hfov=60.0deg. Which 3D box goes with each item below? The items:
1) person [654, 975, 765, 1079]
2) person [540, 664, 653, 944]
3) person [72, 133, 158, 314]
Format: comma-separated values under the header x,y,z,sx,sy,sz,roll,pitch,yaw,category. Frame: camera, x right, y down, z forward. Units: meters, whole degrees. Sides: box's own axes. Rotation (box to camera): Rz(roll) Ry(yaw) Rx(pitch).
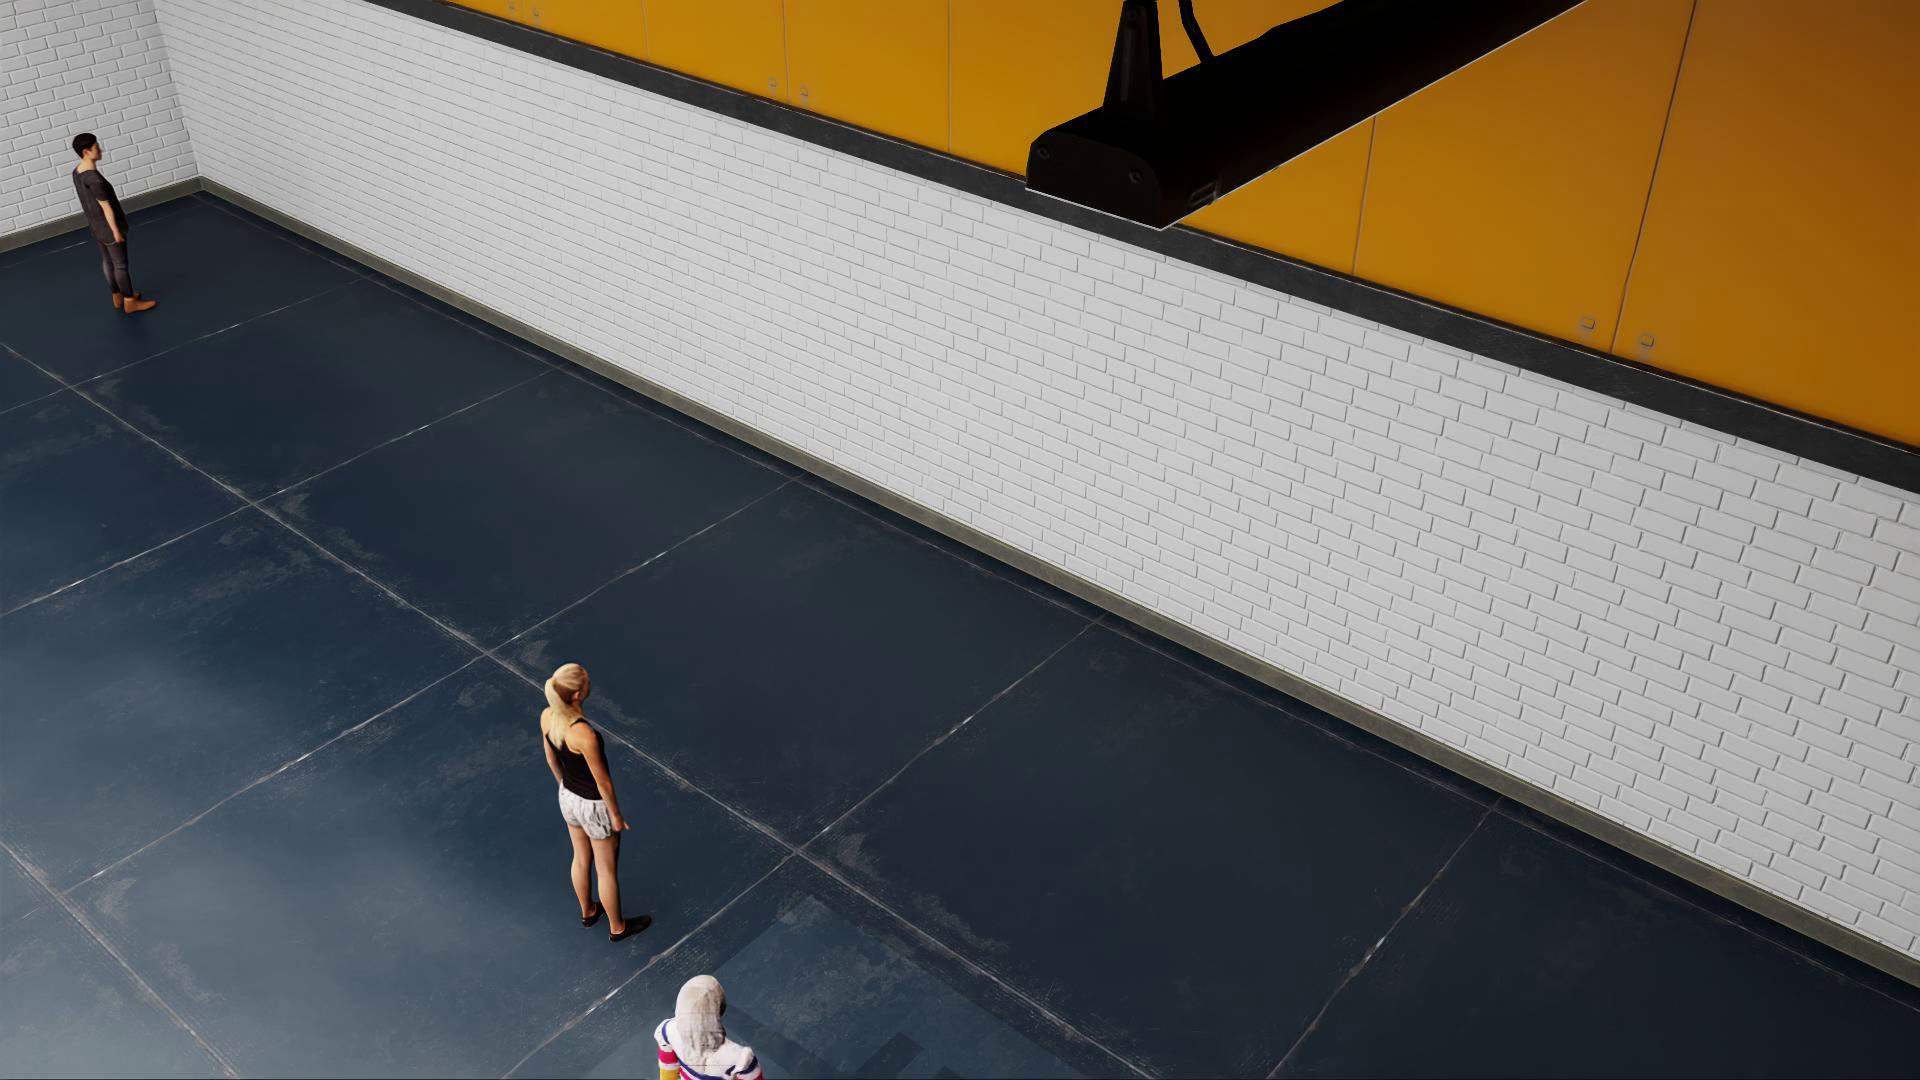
x,y,z,sx,sy,sz,roll,pitch,yaw,category
-1.103,2.601,7.149,0.788,1.762,1.125,18,37,24,person
-1.994,1.396,8.887,0.611,1.846,0.525,24,40,31,person
-8.006,-2.964,15.566,0.618,1.714,0.550,28,42,35,person
